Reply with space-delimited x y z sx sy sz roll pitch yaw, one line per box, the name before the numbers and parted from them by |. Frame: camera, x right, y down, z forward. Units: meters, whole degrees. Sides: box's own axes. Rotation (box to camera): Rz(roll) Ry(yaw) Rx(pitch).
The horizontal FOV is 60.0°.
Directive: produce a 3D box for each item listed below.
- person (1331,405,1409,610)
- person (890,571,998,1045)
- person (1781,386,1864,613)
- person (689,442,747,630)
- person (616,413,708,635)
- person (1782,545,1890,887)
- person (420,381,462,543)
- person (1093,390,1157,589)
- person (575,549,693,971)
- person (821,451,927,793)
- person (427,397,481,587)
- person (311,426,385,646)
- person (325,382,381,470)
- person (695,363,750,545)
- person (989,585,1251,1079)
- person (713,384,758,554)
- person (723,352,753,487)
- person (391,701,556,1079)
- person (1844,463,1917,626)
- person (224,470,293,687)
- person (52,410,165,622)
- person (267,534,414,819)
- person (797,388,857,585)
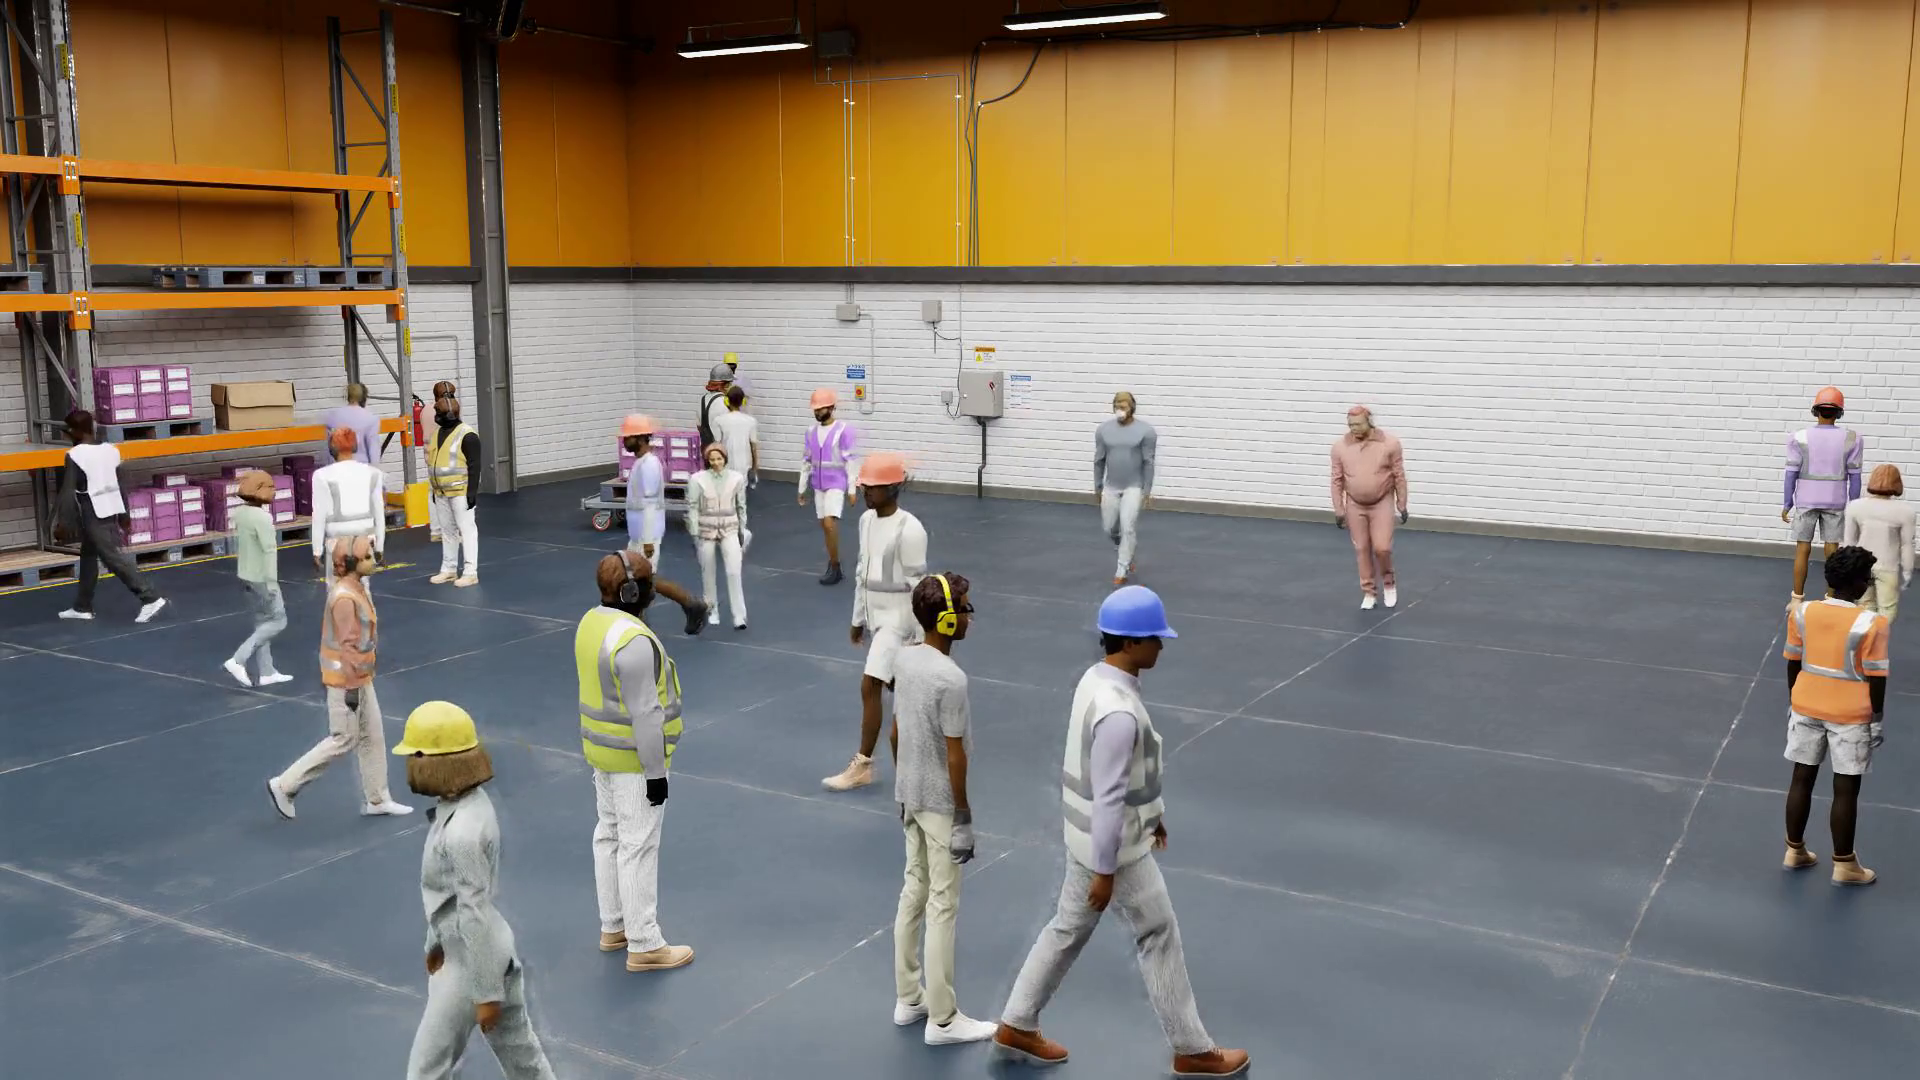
person | 3.668 -0.289 14.980 0.697 1.867 0.453 4 10 25
person | -0.092 1.050 6.600 0.332 1.872 0.514 -5 11 -30
person | 7.599 -0.333 14.689 0.615 2.043 0.373 4 10 22
person | -2.043 -0.021 14.123 0.511 1.599 0.805 -3 9 -15
person | -2.500 -0.087 13.568 0.740 1.916 0.552 -3 10 -19
person | 4.358 0.866 8.294 0.322 1.693 0.535 -5 10 -27
person | -5.789 -0.868 18.703 0.619 1.836 0.431 7 12 38
person | 1.619 -0.511 16.218 0.634 1.918 0.685 4 10 24
person | -1.433 0.953 7.292 0.429 1.846 0.627 -6 11 -33
person | -0.365 0.455 9.900 0.992 2.004 0.618 -5 11 -31
person | -4.929 -0.468 16.173 0.623 1.841 0.430 6 11 33
person | -4.681 0.049 12.829 0.604 1.871 0.589 9 13 44
person | -6.476 -0.730 17.718 0.644 1.881 0.998 1 9 5
person | -2.611 -0.953 18.569 0.536 2.000 0.674 -7 11 -37
person | 0.573 1.098 6.232 0.980 1.902 0.601 -1 9 -6
person | -2.400 -0.735 17.804 0.529 1.851 0.635 -6 11 -34
person | -3.230 -1.694 23.546 0.594 1.924 0.383 -4 10 -21
person | -1.648 1.346 5.287 0.888 1.697 0.510 -2 9 -14
person | 6.889 0.227 12.529 0.640 1.614 0.506 -8 12 -40
person | -5.144 0.294 12.120 0.506 1.617 0.463 8 12 41
person | -7.444 -0.207 14.483 0.987 1.869 0.601 1 9 5
person | -3.434 0.770 9.134 0.682 1.614 0.527 -2 9 -12
person | -1.340 -0.509 16.174 0.587 1.916 0.629 6 11 34
